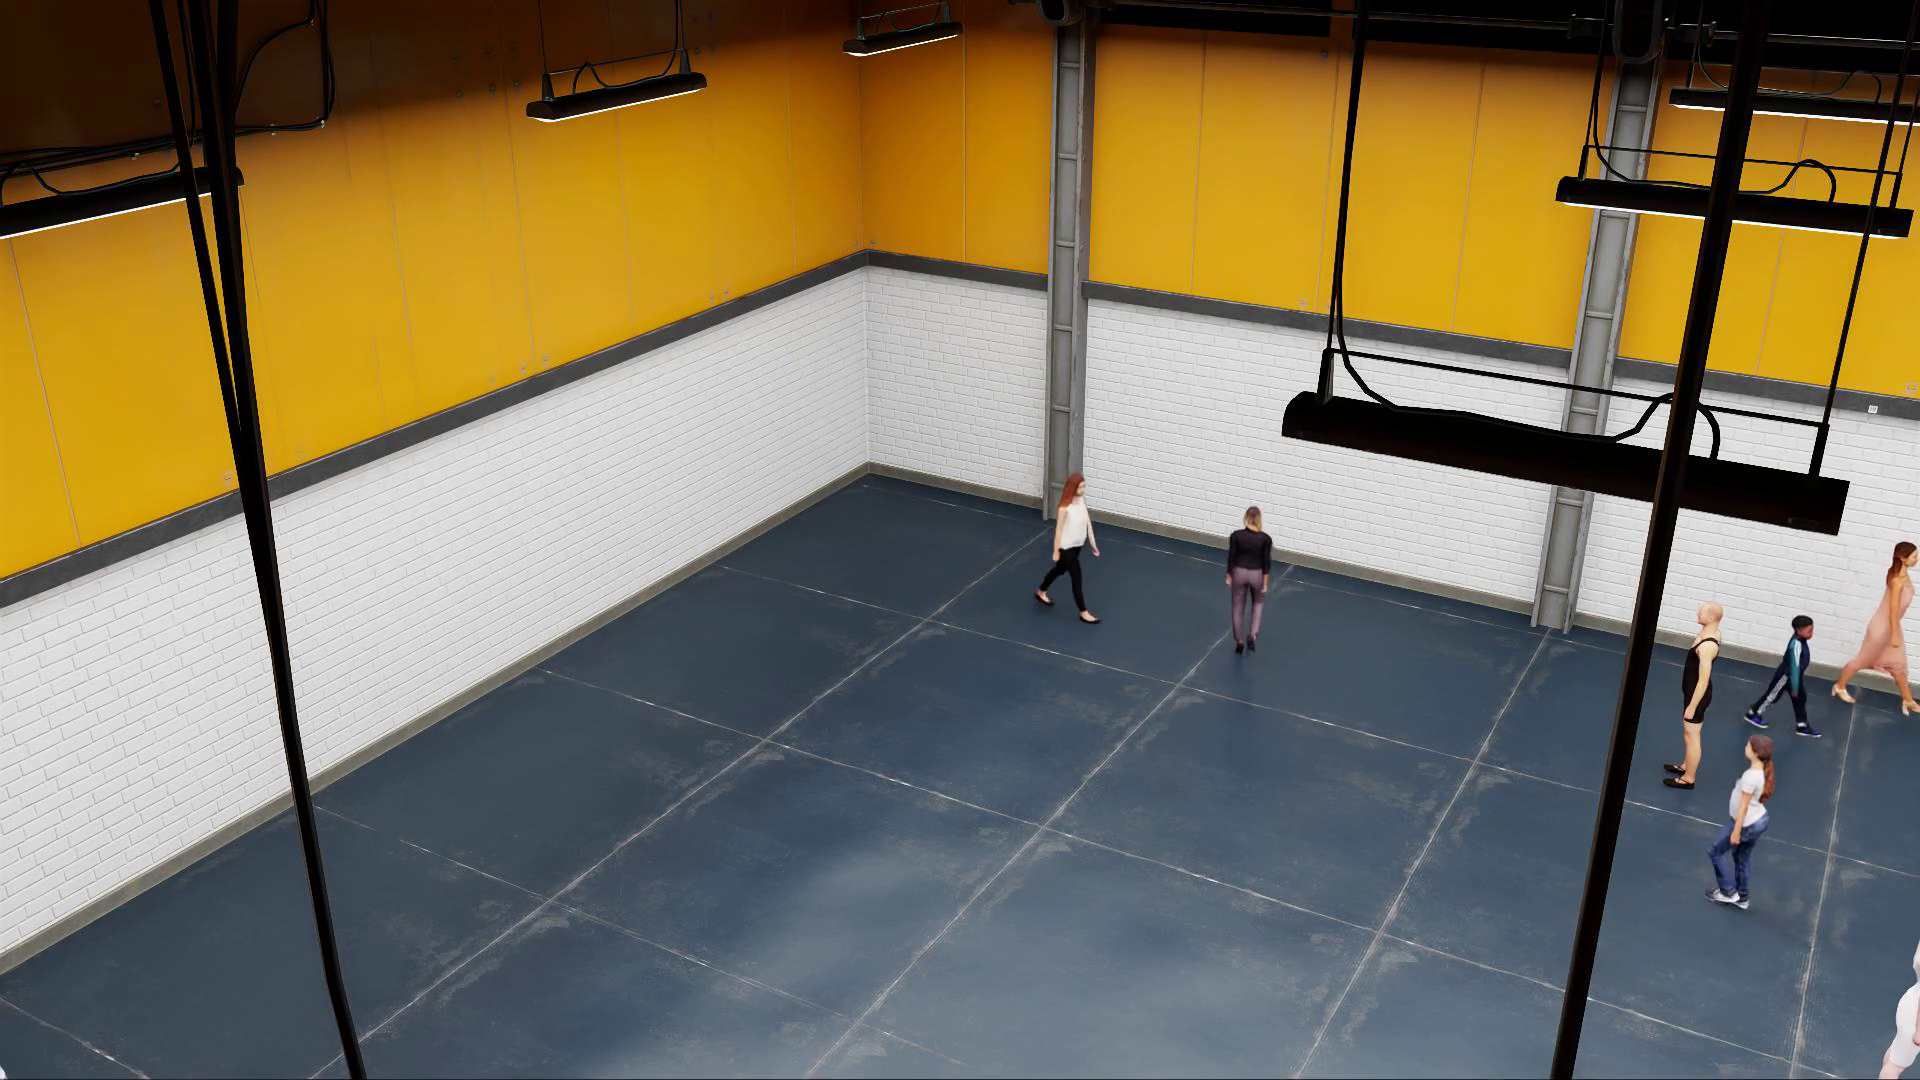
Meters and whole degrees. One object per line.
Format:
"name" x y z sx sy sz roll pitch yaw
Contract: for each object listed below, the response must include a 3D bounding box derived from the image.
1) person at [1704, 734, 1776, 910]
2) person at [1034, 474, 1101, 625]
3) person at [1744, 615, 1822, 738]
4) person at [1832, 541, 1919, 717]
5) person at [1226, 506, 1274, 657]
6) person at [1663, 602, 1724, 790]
"person" 6.302 2.269 13.200 0.624 1.546 0.668 -21 31 -39
"person" 1.120 0.063 18.080 1.135 1.679 0.672 17 29 34
"person" 7.845 1.281 15.860 0.926 1.226 0.597 17 29 34
"person" 8.873 0.849 16.150 1.135 1.784 0.744 19 30 36
"person" 2.969 0.463 17.187 0.637 1.662 0.745 3 24 7
"person" 6.607 1.382 14.894 0.530 1.814 0.667 10 25 21
